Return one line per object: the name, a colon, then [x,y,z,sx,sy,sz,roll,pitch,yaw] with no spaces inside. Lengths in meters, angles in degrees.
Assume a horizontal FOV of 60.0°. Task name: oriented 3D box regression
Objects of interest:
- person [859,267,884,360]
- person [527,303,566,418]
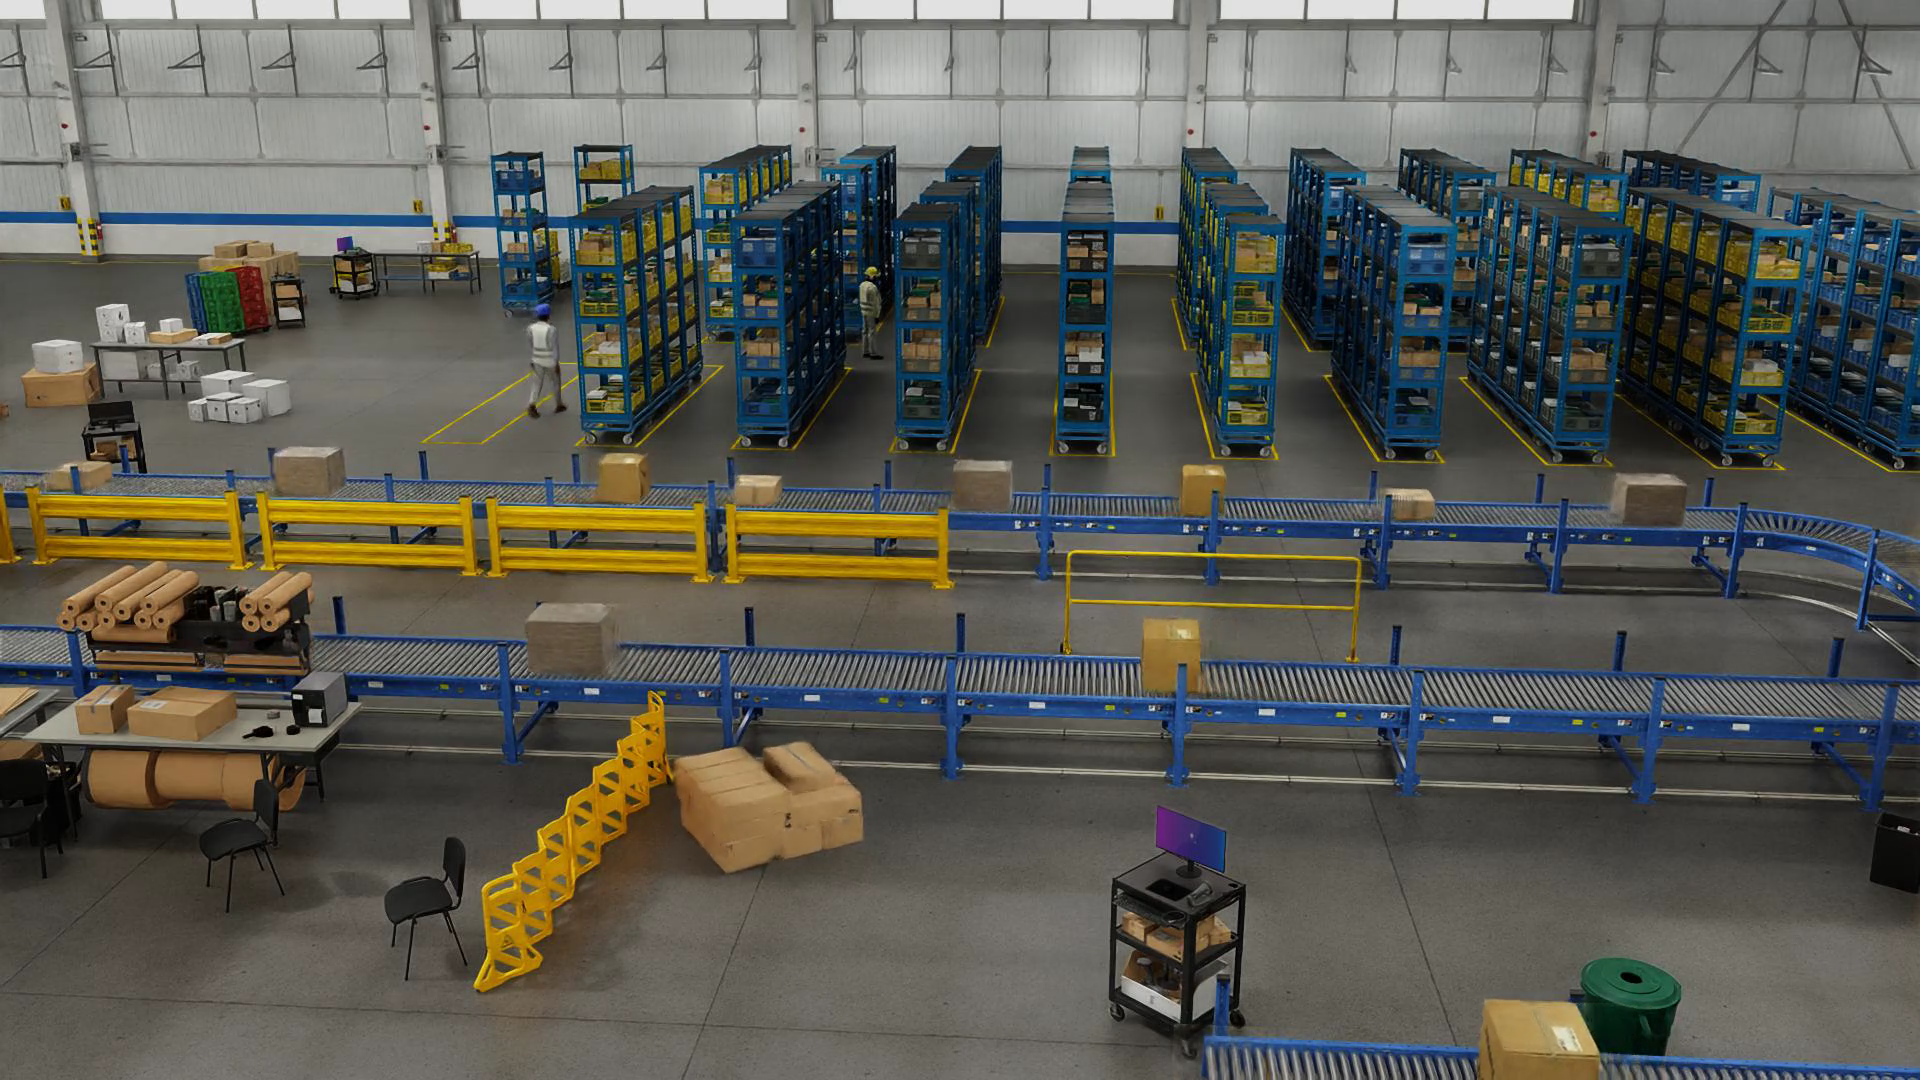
person: [-1.749,-4.460,32.724,0.403,1.826,0.589,-11,20,-31]
person: [-7.023,-3.026,28.031,0.616,1.917,0.897,6,18,18]
